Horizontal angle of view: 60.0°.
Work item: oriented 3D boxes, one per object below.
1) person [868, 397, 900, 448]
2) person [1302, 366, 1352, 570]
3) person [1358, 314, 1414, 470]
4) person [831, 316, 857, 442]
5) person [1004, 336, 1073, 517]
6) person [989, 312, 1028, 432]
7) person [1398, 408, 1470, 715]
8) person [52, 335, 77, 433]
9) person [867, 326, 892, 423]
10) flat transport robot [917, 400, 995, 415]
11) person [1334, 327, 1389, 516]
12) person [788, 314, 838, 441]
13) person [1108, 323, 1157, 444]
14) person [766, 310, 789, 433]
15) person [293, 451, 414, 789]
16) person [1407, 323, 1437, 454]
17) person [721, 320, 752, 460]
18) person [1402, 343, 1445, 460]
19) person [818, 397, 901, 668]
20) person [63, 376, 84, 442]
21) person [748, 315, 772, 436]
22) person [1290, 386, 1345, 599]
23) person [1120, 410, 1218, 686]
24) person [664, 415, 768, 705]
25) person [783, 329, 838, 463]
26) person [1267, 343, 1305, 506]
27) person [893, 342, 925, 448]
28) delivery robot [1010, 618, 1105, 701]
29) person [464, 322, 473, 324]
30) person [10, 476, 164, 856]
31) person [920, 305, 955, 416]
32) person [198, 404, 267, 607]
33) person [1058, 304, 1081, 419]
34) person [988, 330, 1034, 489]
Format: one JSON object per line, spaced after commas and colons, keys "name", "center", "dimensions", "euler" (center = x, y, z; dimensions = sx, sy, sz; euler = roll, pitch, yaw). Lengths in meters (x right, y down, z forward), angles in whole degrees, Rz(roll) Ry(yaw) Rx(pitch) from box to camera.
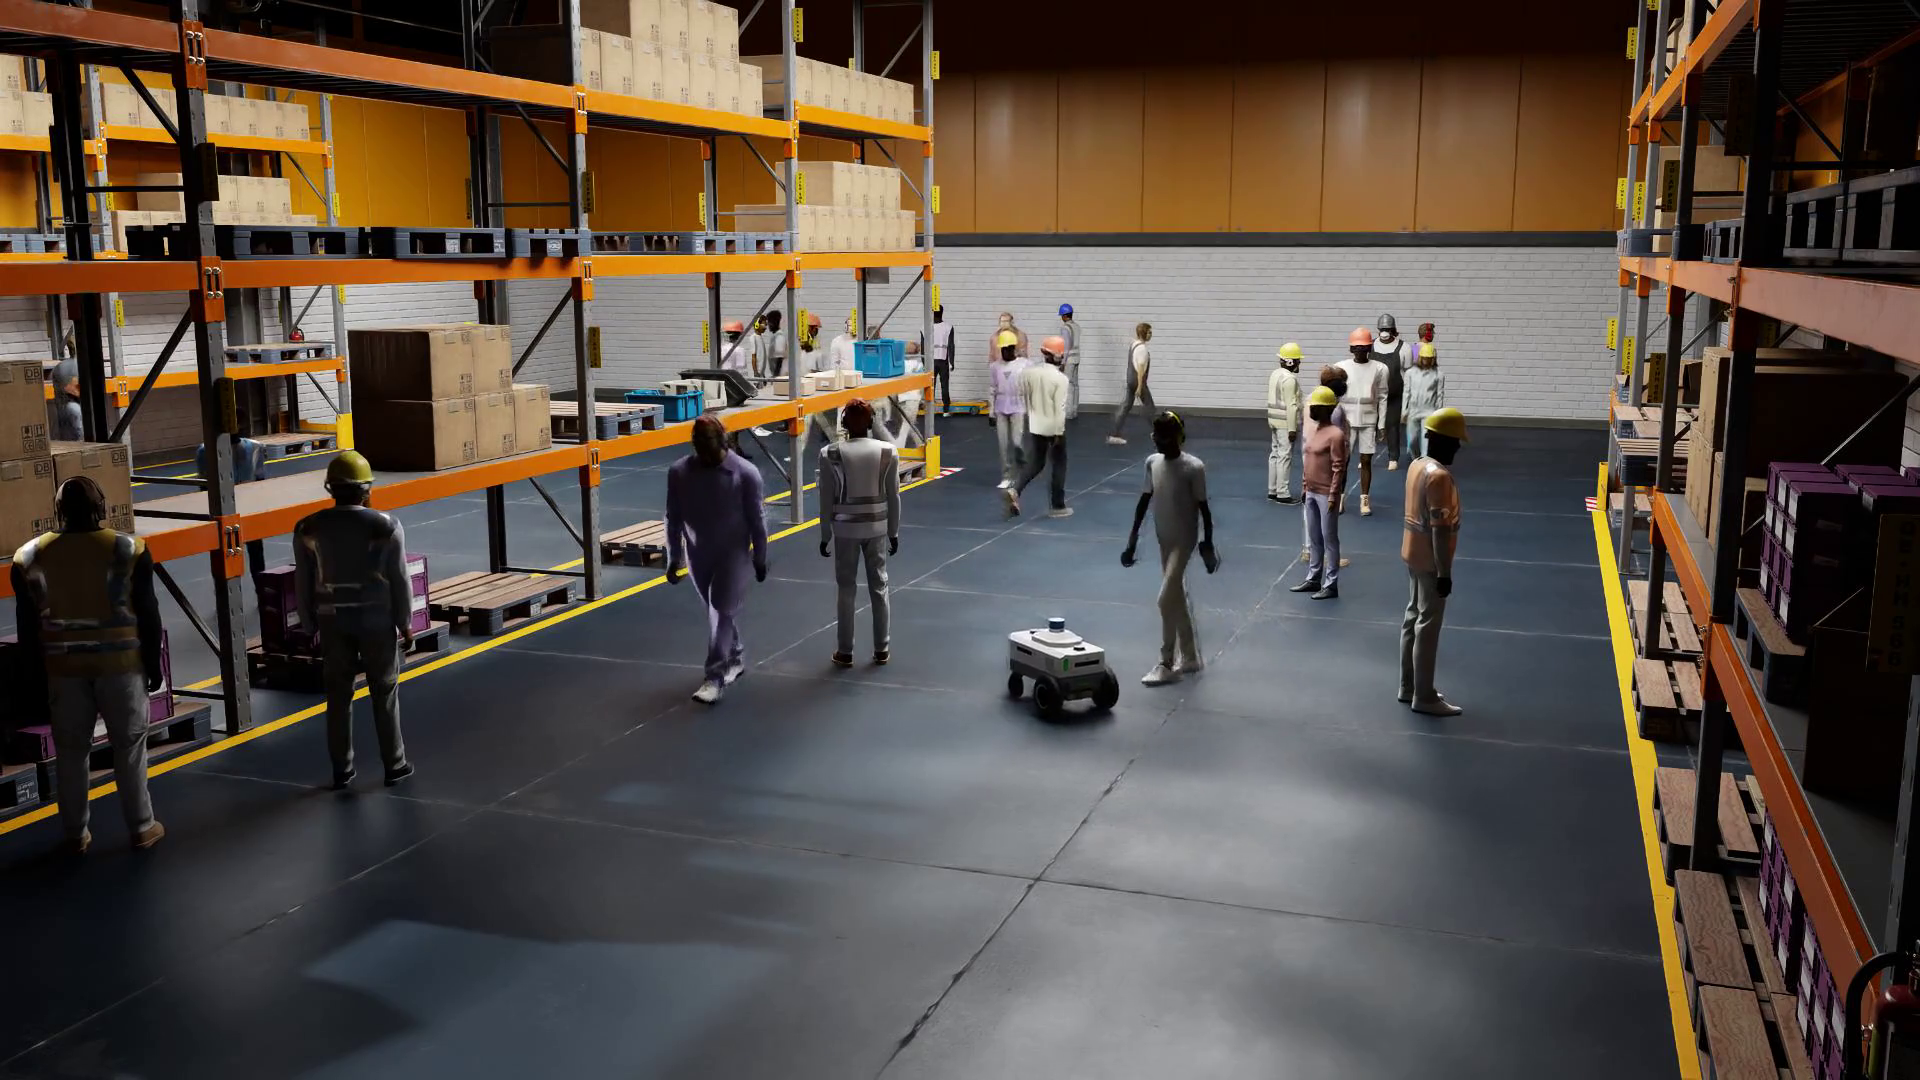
{"name": "person", "center": [-1.075, -1.785, 22.128], "dimensions": [0.669, 1.598, 0.600], "euler": [-1, 10, -6]}
{"name": "person", "center": [3.345, -0.662, 15.155], "dimensions": [0.430, 1.829, 0.665], "euler": [-2, 10, -9]}
{"name": "person", "center": [5.527, -1.931, 21.696], "dimensions": [0.682, 2.000, 0.537], "euler": [4, 11, 23]}
{"name": "person", "center": [-1.547, -2.301, 24.158], "dimensions": [0.645, 1.907, 0.400], "euler": [-4, 11, -21]}
{"name": "person", "center": [0.873, -1.193, 17.751], "dimensions": [0.774, 1.967, 0.614], "euler": [-9, 14, -42]}
{"name": "person", "center": [0.761, -2.630, 26.047], "dimensions": [0.666, 1.892, 0.600], "euler": [4, 11, 22]}
{"name": "person", "center": [2.972, 0.128, 10.443], "dimensions": [0.376, 1.918, 0.584], "euler": [0, 10, -2]}
{"name": "person", "center": [-9.766, -1.319, 18.537], "dimensions": [0.636, 1.939, 0.364], "euler": [4, 11, 19]}
{"name": "person", "center": [-1.388, -2.739, 27.517], "dimensions": [0.524, 1.593, 0.875], "euler": [-5, 11, -28]}
{"name": "flat transport robot", "center": [-0.121, -2.307, 28.795], "dimensions": [1.431, 0.197, 0.652], "euler": [-2, 10, -10]}
{"name": "person", "center": [4.309, -1.274, 17.986], "dimensions": [0.609, 2.043, 0.397], "euler": [3, 10, 14]}
{"name": "person", "center": [-2.216, -2.392, 24.670], "dimensions": [0.736, 1.919, 0.557], "euler": [-8, 13, -39]}
{"name": "person", "center": [2.636, -2.287, 24.424], "dimensions": [0.986, 1.795, 0.531], "euler": [-3, 11, -19]}
{"name": "person", "center": [-2.822, -2.636, 26.028], "dimensions": [0.396, 1.922, 0.789], "euler": [-1, 10, -6]}
{"name": "person", "center": [-3.251, 0.432, 8.979], "dimensions": [0.596, 1.828, 0.403], "euler": [-1, 10, -7]}
{"name": "person", "center": [6.420, -2.088, 23.126], "dimensions": [0.389, 1.846, 0.567], "euler": [-4, 11, -20]}
{"name": "person", "center": [-3.078, -1.992, 22.437], "dimensions": [0.621, 1.898, 0.629], "euler": [10, 14, 43]}
{"name": "person", "center": [5.786, -1.605, 20.750], "dimensions": [0.492, 1.719, 0.651], "euler": [4, 11, 23]}
{"name": "person", "center": [-0.697, -0.050, 11.547], "dimensions": [0.576, 1.883, 0.354], "euler": [-3, 10, -15]}
{"name": "person", "center": [-8.938, -0.850, 16.801], "dimensions": [0.421, 1.618, 0.523], "euler": [-5, 11, -25]}
{"name": "person", "center": [-3.079, -2.529, 25.566], "dimensions": [0.329, 1.865, 0.507], "euler": [1, 10, 4]}
{"name": "person", "center": [2.991, -0.394, 13.817], "dimensions": [0.316, 1.769, 0.525], "euler": [-3, 11, -19]}
{"name": "person", "center": [1.379, 0.049, 11.151], "dimensions": [0.796, 1.830, 0.506], "euler": [-7, 12, -35]}
{"name": "person", "center": [-1.589, 0.104, 10.793], "dimensions": [0.630, 1.848, 1.019], "euler": [3, 10, 16]}
{"name": "person", "center": [-1.984, -1.968, 22.575], "dimensions": [1.014, 1.811, 0.590], "euler": [-7, 13, -36]}
{"name": "person", "center": [3.684, -1.310, 18.781], "dimensions": [0.403, 1.830, 0.598], "euler": [-1, 10, -8]}
{"name": "person", "center": [-0.657, -1.933, 22.973], "dimensions": [0.546, 1.588, 0.888], "euler": [9, 13, 40]}
{"name": "delivery robot", "center": [0.613, 0.739, 10.578], "dimensions": [0.477, 0.478, 0.707], "euler": [-6, 12, -29]}
{"name": "person", "center": [-7.415, -2.434, 25.302], "dimensions": [0.532, 1.767, 0.328], "euler": [5, 11, 27]}
{"name": "person", "center": [-4.164, 0.605, 8.002], "dimensions": [0.626, 1.836, 0.428], "euler": [-2, 10, -13]}
{"name": "person", "center": [-0.380, -3.061, 28.400], "dimensions": [0.587, 1.920, 0.391], "euler": [2, 10, 9]}
{"name": "person", "center": [-5.748, -0.248, 13.203], "dimensions": [0.537, 1.692, 0.319], "euler": [-8, 13, -39]}
{"name": "person", "center": [1.826, -3.009, 28.055], "dimensions": [0.401, 1.938, 0.602], "euler": [5, 11, 24]}
{"name": "person", "center": [0.609, -1.564, 19.999], "dimensions": [0.608, 1.905, 0.453], "euler": [4, 11, 23]}
